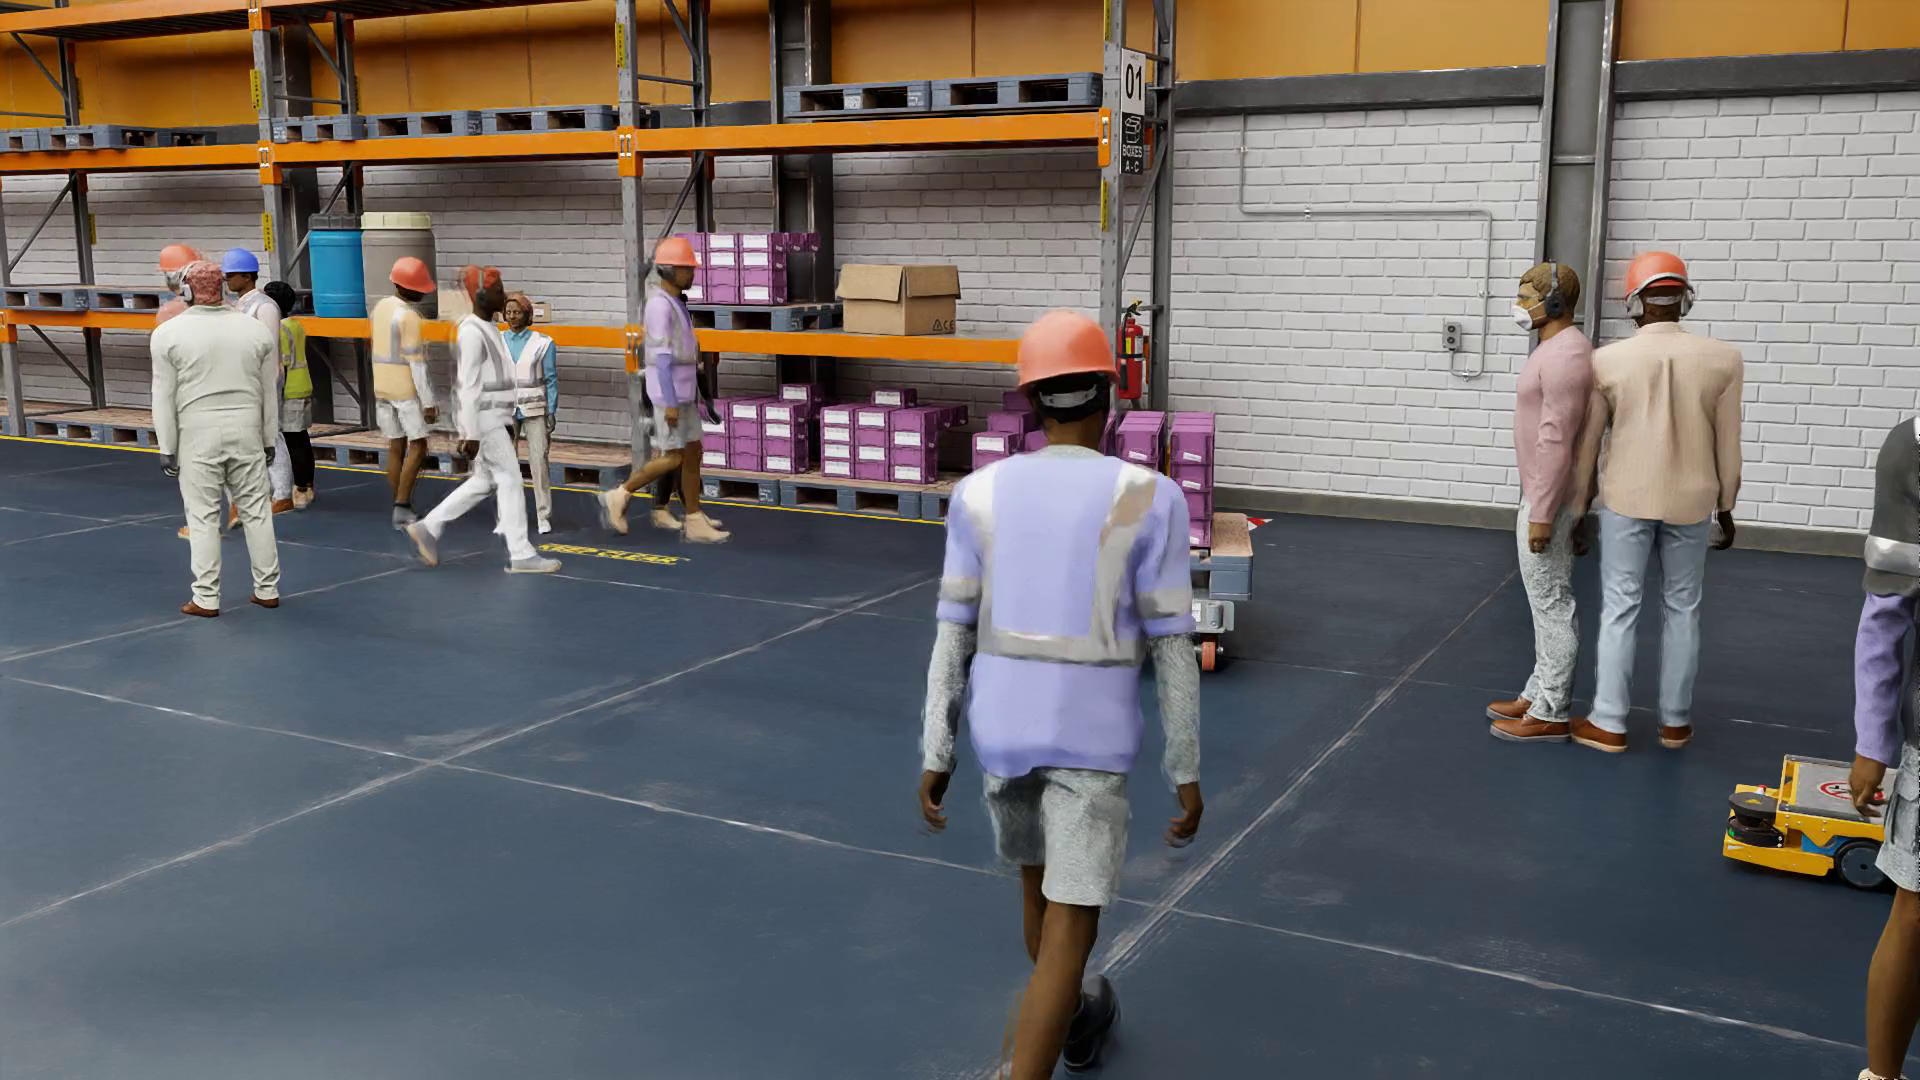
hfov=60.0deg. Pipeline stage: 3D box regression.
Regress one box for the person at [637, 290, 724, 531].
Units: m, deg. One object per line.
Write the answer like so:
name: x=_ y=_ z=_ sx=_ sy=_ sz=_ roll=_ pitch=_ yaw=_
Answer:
person: x=-1.854 y=-0.856 z=11.285 sx=0.776 sy=1.661 sz=0.552 roll=6 pitch=12 yaw=30

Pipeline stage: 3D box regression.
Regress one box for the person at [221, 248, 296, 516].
person: x=-5.132 y=-1.138 z=12.103 sx=0.612 sy=1.942 sz=0.405 roll=9 pitch=14 yaw=42

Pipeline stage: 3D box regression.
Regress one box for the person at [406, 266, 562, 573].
person: x=-2.891 y=-0.705 z=9.959 sx=0.843 sy=1.861 sz=0.577 roll=-2 pitch=11 yaw=-11

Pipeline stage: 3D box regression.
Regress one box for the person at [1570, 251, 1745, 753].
person: x=2.714 y=-0.139 z=6.551 sx=0.634 sy=1.971 sz=0.451 roll=2 pitch=11 yaw=13

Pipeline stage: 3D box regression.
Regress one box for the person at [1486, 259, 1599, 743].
person: x=2.369 y=-0.152 z=6.705 sx=0.376 sy=1.934 sz=0.625 roll=3 pitch=11 yaw=17

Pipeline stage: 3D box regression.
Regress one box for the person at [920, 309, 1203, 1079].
person: x=0.212 y=0.447 z=3.623 sx=0.600 sy=1.878 sz=1.031 roll=5 pitch=11 yaw=24

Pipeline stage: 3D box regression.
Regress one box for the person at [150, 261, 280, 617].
person: x=-3.997 y=-0.541 z=8.947 sx=0.641 sy=1.899 sz=0.394 roll=-10 pitch=14 yaw=-43

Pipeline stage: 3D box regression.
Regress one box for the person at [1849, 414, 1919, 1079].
person: x=2.140 y=0.409 z=3.353 sx=0.611 sy=2.032 sz=0.403 roll=4 pitch=11 yaw=19

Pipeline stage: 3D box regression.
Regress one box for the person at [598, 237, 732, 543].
person: x=-1.936 y=-0.961 z=10.892 sx=0.769 sy=2.028 sz=0.615 roll=1 pitch=10 yaw=6

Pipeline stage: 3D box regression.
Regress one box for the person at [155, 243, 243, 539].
person: x=-5.077 y=-0.978 z=11.092 sx=0.457 sy=1.976 sz=0.639 roll=3 pitch=11 yaw=18

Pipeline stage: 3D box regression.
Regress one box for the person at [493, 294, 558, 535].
person: x=-2.998 y=-0.854 z=11.355 sx=0.514 sy=1.641 sz=0.307 roll=-1 pitch=10 yaw=-4

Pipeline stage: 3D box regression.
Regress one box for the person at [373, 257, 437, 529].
person: x=-3.873 y=-1.001 z=11.506 sx=0.637 sy=1.886 sz=0.409 roll=9 pitch=14 yaw=40

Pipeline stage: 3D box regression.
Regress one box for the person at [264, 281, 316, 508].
person: x=-5.023 y=-1.080 z=12.436 sx=0.321 sy=1.697 sz=0.530 roll=-1 pitch=10 yaw=-6

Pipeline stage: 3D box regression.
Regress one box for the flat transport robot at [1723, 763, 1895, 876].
flat transport robot: x=3.228 y=0.941 z=5.267 sx=1.431 sy=0.197 sz=0.652 roll=5 pitch=12 yaw=28
